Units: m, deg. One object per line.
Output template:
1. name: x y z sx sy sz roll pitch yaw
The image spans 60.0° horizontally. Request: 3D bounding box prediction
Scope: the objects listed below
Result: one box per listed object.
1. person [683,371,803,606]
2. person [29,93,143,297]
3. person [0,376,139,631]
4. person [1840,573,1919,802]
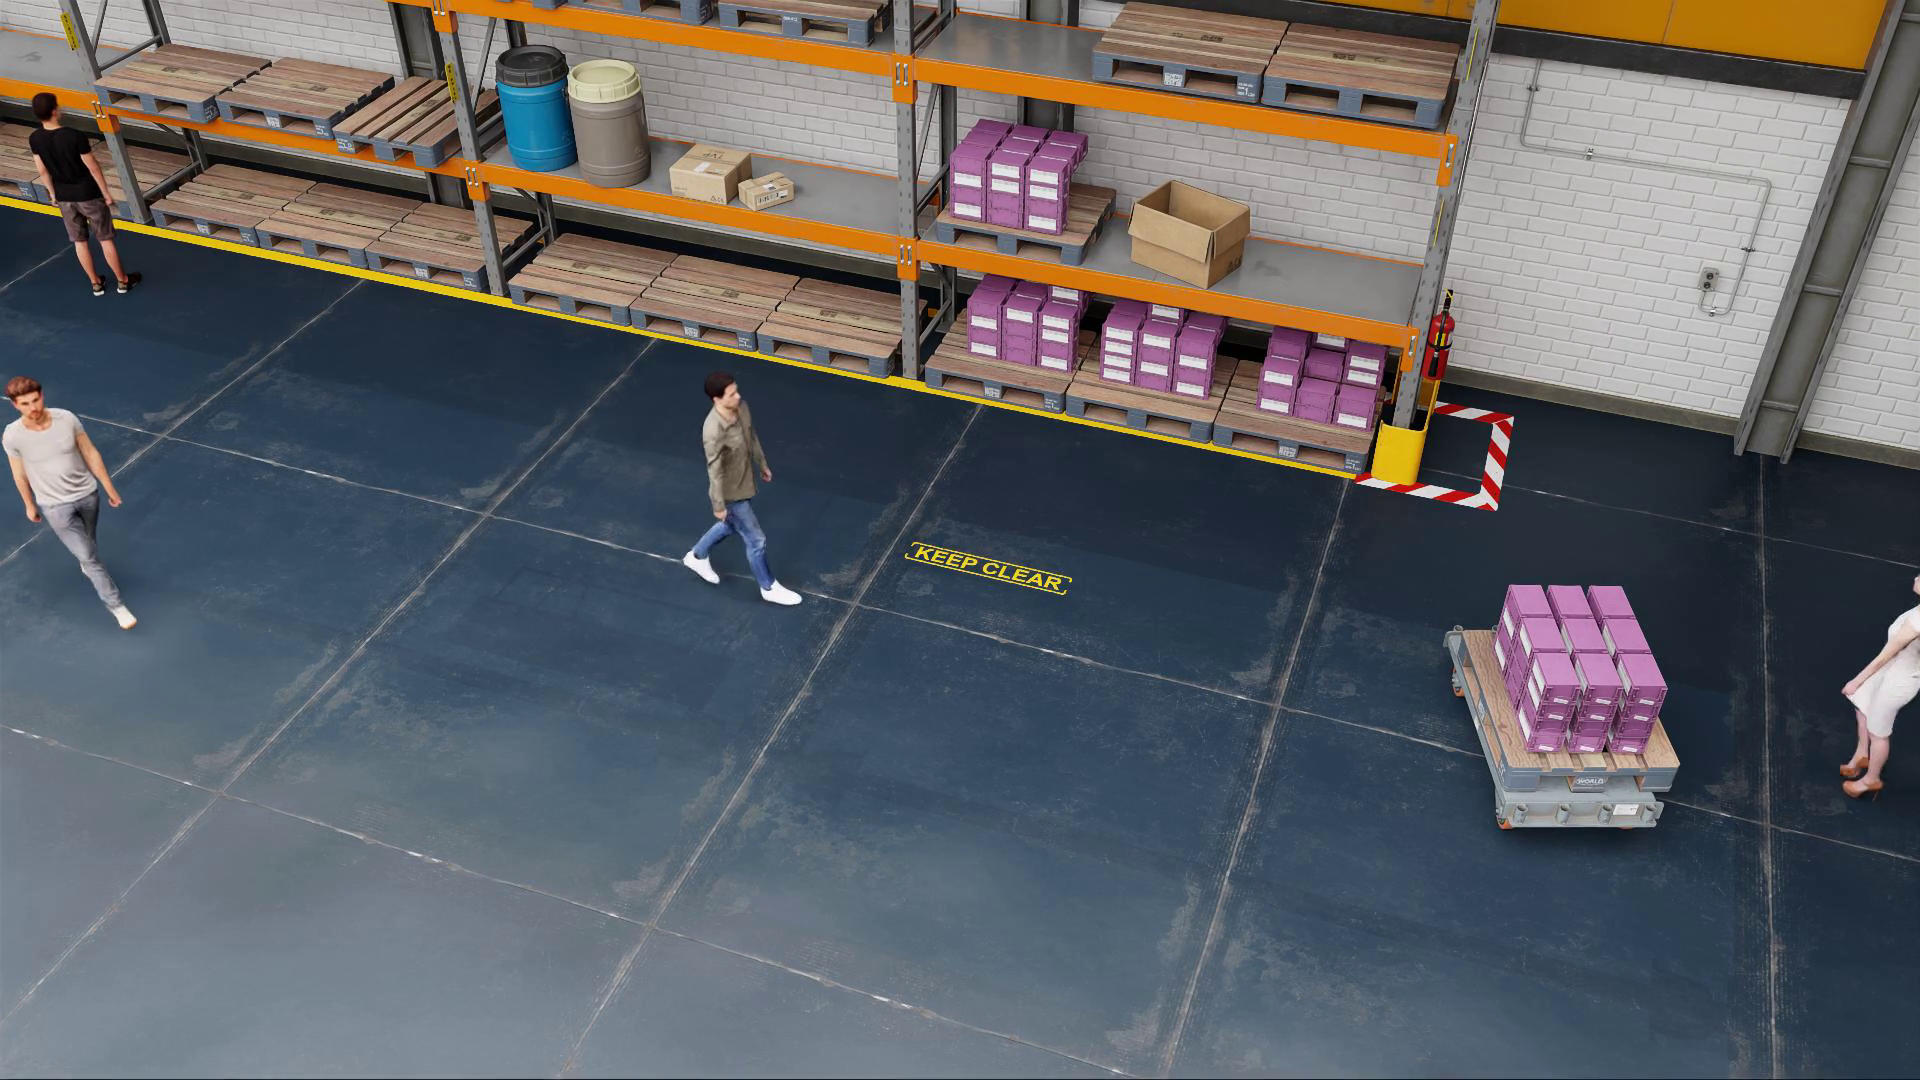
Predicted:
1. person: -1.605 -0.376 11.238 1.163 1.850 0.777 9 39 11
2. person: -7.710 -3.008 14.526 0.686 1.861 0.827 -3 39 -3
3. person: -6.017 -0.323 11.176 1.313 1.845 1.038 32 48 33
4. person: 5.553 0.892 9.705 0.741 1.782 0.699 30 47 32
